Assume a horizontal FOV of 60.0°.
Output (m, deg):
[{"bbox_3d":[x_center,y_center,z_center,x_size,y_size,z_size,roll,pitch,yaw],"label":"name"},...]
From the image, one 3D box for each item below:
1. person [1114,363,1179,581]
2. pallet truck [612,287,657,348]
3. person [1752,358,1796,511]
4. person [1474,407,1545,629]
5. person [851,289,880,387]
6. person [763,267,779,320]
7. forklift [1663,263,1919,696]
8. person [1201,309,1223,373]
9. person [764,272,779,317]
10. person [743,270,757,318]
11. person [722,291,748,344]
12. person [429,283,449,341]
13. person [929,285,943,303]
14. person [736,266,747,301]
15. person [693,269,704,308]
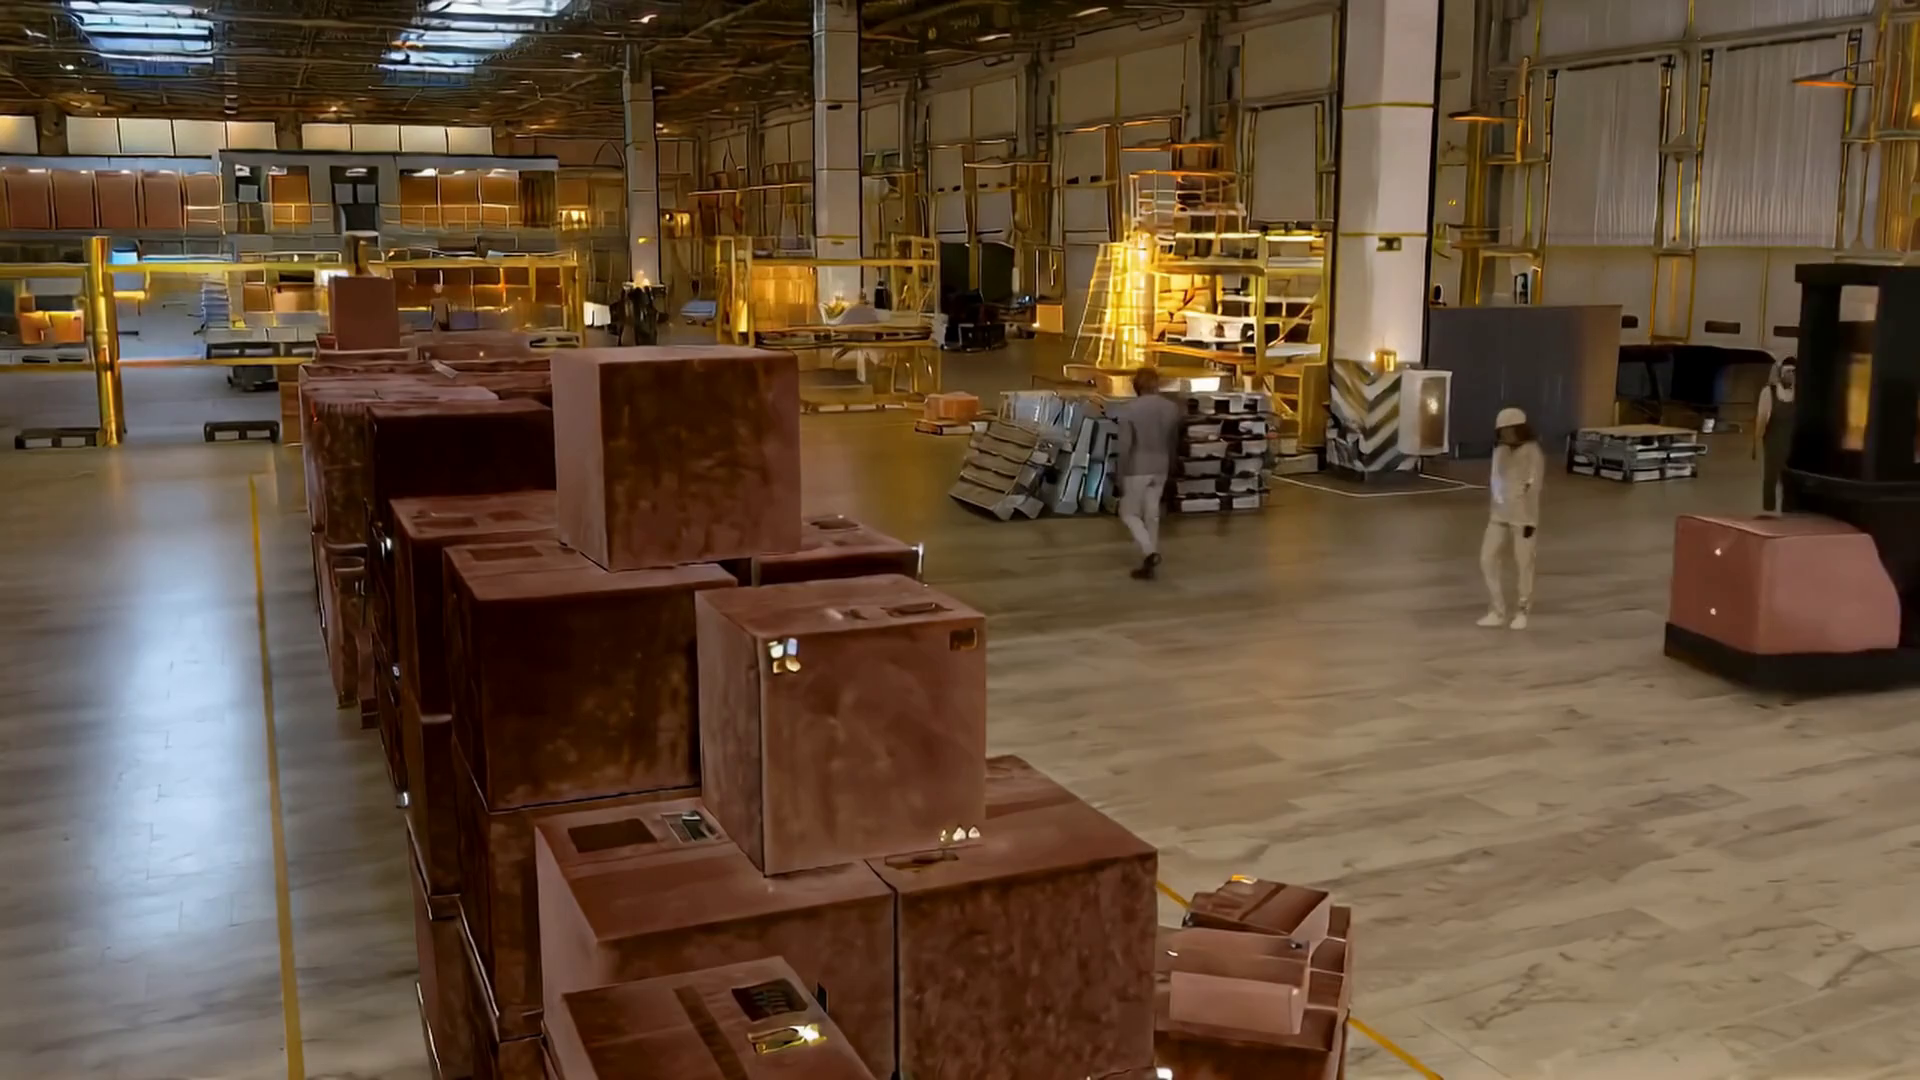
[{"bbox_3d":[1.638,-0.564,14.419,0.626,1.927,0.545,-5,11,-25],"label":"person"},{"bbox_3d":[-6.464,-4.406,35.401,0.823,1.965,1.885,6,12,32],"label":"pallet truck"},{"bbox_3d":[8.378,-0.956,16.970,0.538,1.792,0.983,4,11,22],"label":"person"},{"bbox_3d":[4.206,-0.153,12.764,0.587,1.711,0.491,-8,13,-39],"label":"person"},{"bbox_3d":[-1.885,-4.047,33.480,0.645,1.969,0.723,-6,12,-29],"label":"person"},{"bbox_3d":[-6.953,-9.058,61.224,0.594,1.929,0.352,0,10,-2],"label":"person"},{"bbox_3d":[5.963,-0.461,11.228,1.873,2.768,1.129,-2,10,-10],"label":"forklift"},{"bbox_3d":[4.022,-2.760,26.642,0.358,1.885,0.572,5,12,27],"label":"person"},{"bbox_3d":[-7.171,-9.393,63.579,0.517,1.751,0.527,5,12,27],"label":"person"},{"bbox_3d":[-7.894,-9.275,62.676,0.429,1.840,0.633,7,12,34],"label":"person"},{"bbox_3d":[-5.019,-4.677,37.359,0.644,1.828,0.573,0,10,0],"label":"person"},{"bbox_3d":[-13.503,-5.750,43.222,0.517,1.854,0.649,-9,13,-40],"label":"person"},{"bbox_3d":[-0.793,-8.107,56.644,0.542,1.682,0.367,-5,11,-24],"label":"person"},{"bbox_3d":[-9.123,-10.474,69.119,0.629,1.888,1.014,-1,10,-6],"label":"person"},{"bbox_3d":[-9.357,-8.756,59.594,0.397,1.922,0.547,-4,11,-19],"label":"person"}]
